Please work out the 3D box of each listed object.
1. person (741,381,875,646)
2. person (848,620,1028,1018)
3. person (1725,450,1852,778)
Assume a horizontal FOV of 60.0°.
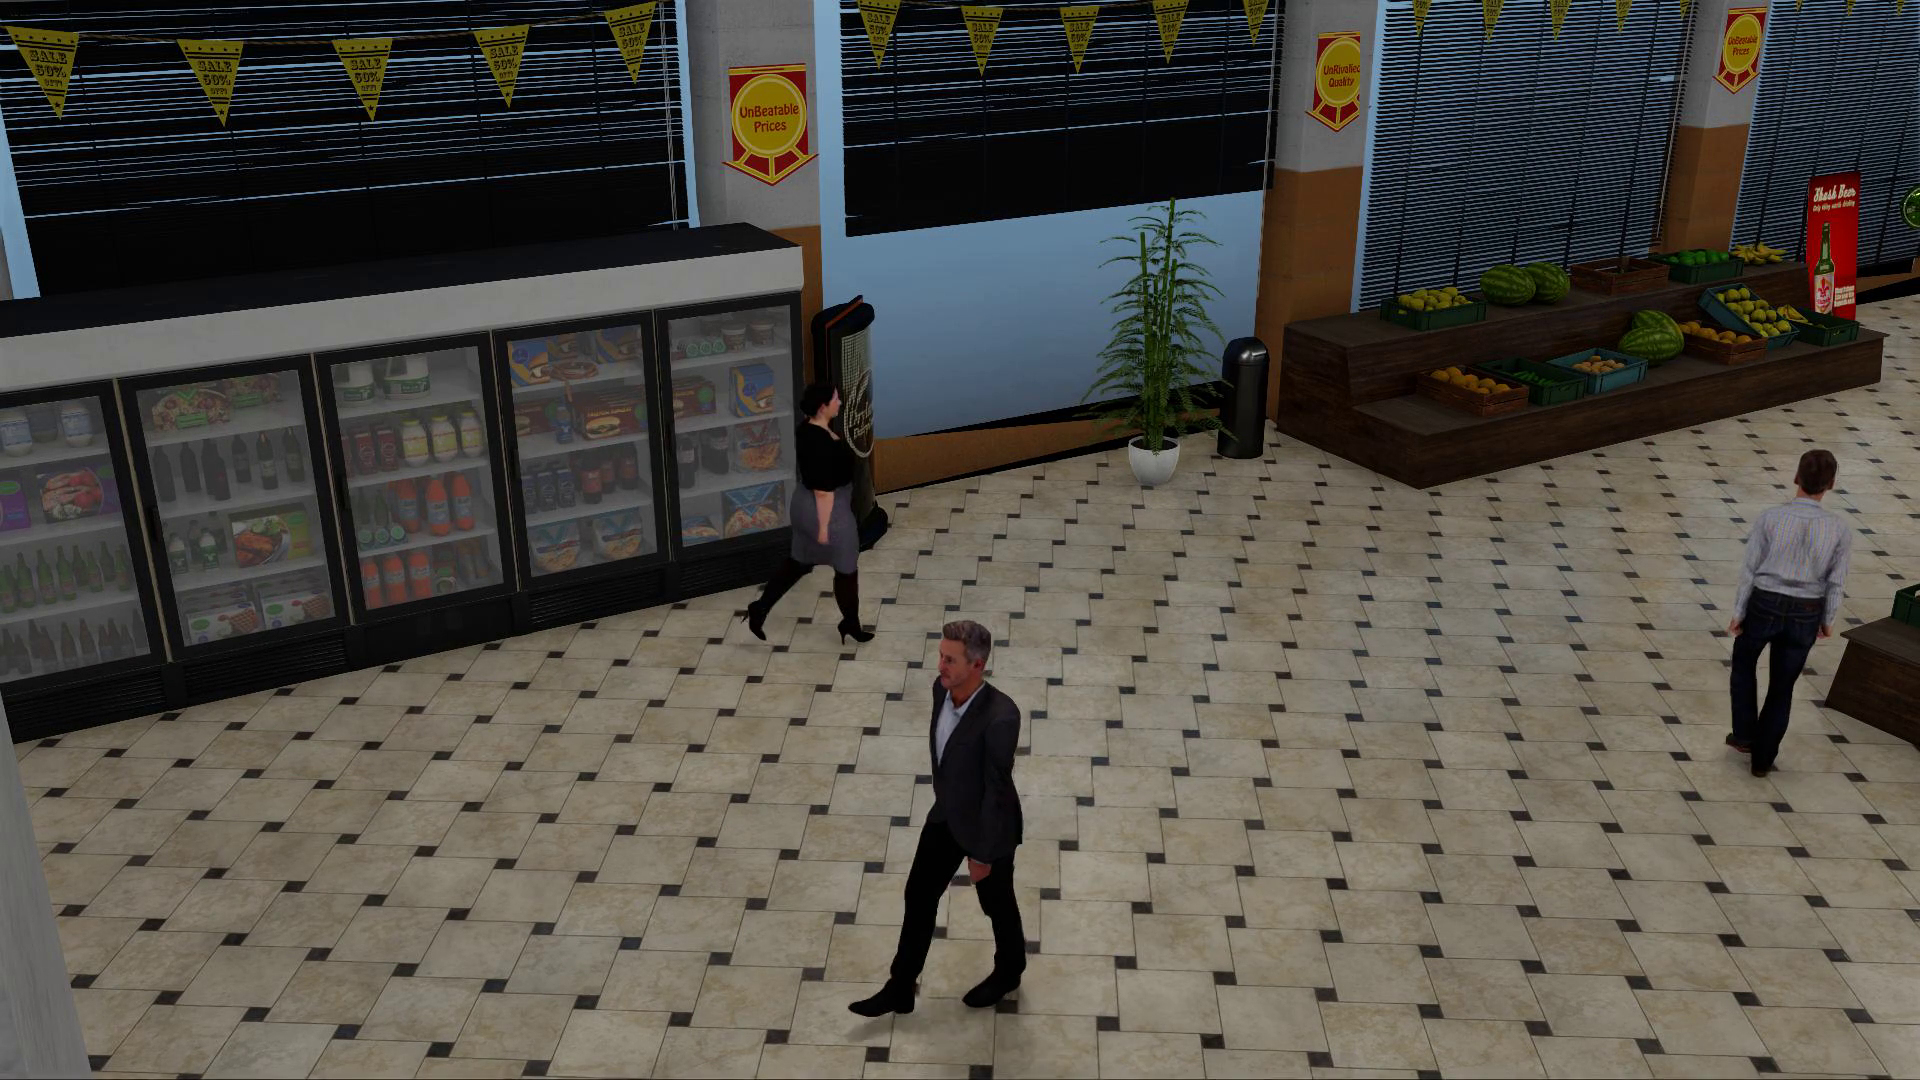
[{"bbox_3d":[-0.942,-0.119,10.157,1.100,1.733,0.764,-9,23,-21],"label":"person"},{"bbox_3d":[0.114,1.148,6.899,1.040,1.812,0.812,-15,26,-33],"label":"person"},{"bbox_3d":[4.313,0.418,8.722,0.795,1.806,0.833,9,24,22],"label":"person"}]
